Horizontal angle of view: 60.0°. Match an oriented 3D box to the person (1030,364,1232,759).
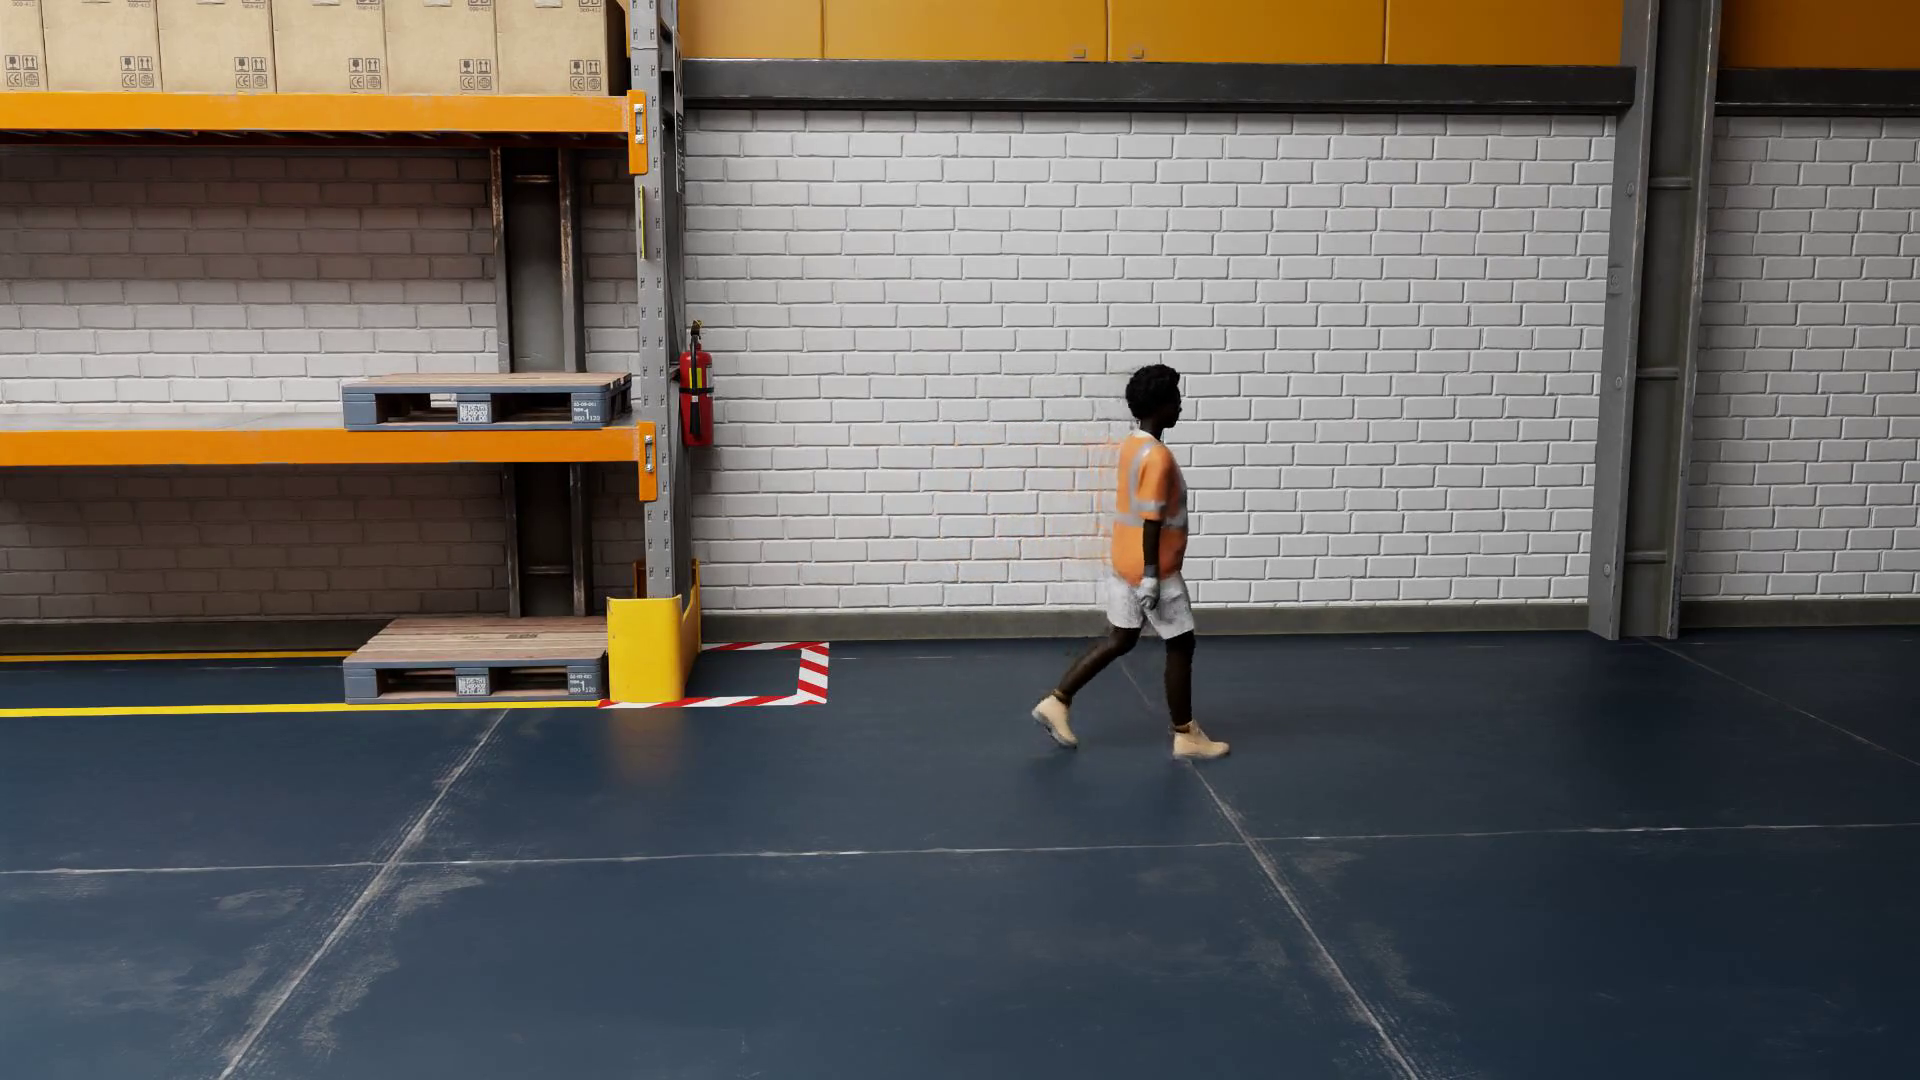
[{"bbox_3d":[0.711,0.101,6.902,0.787,1.671,0.536,-1,9,-6],"label":"person"}]
